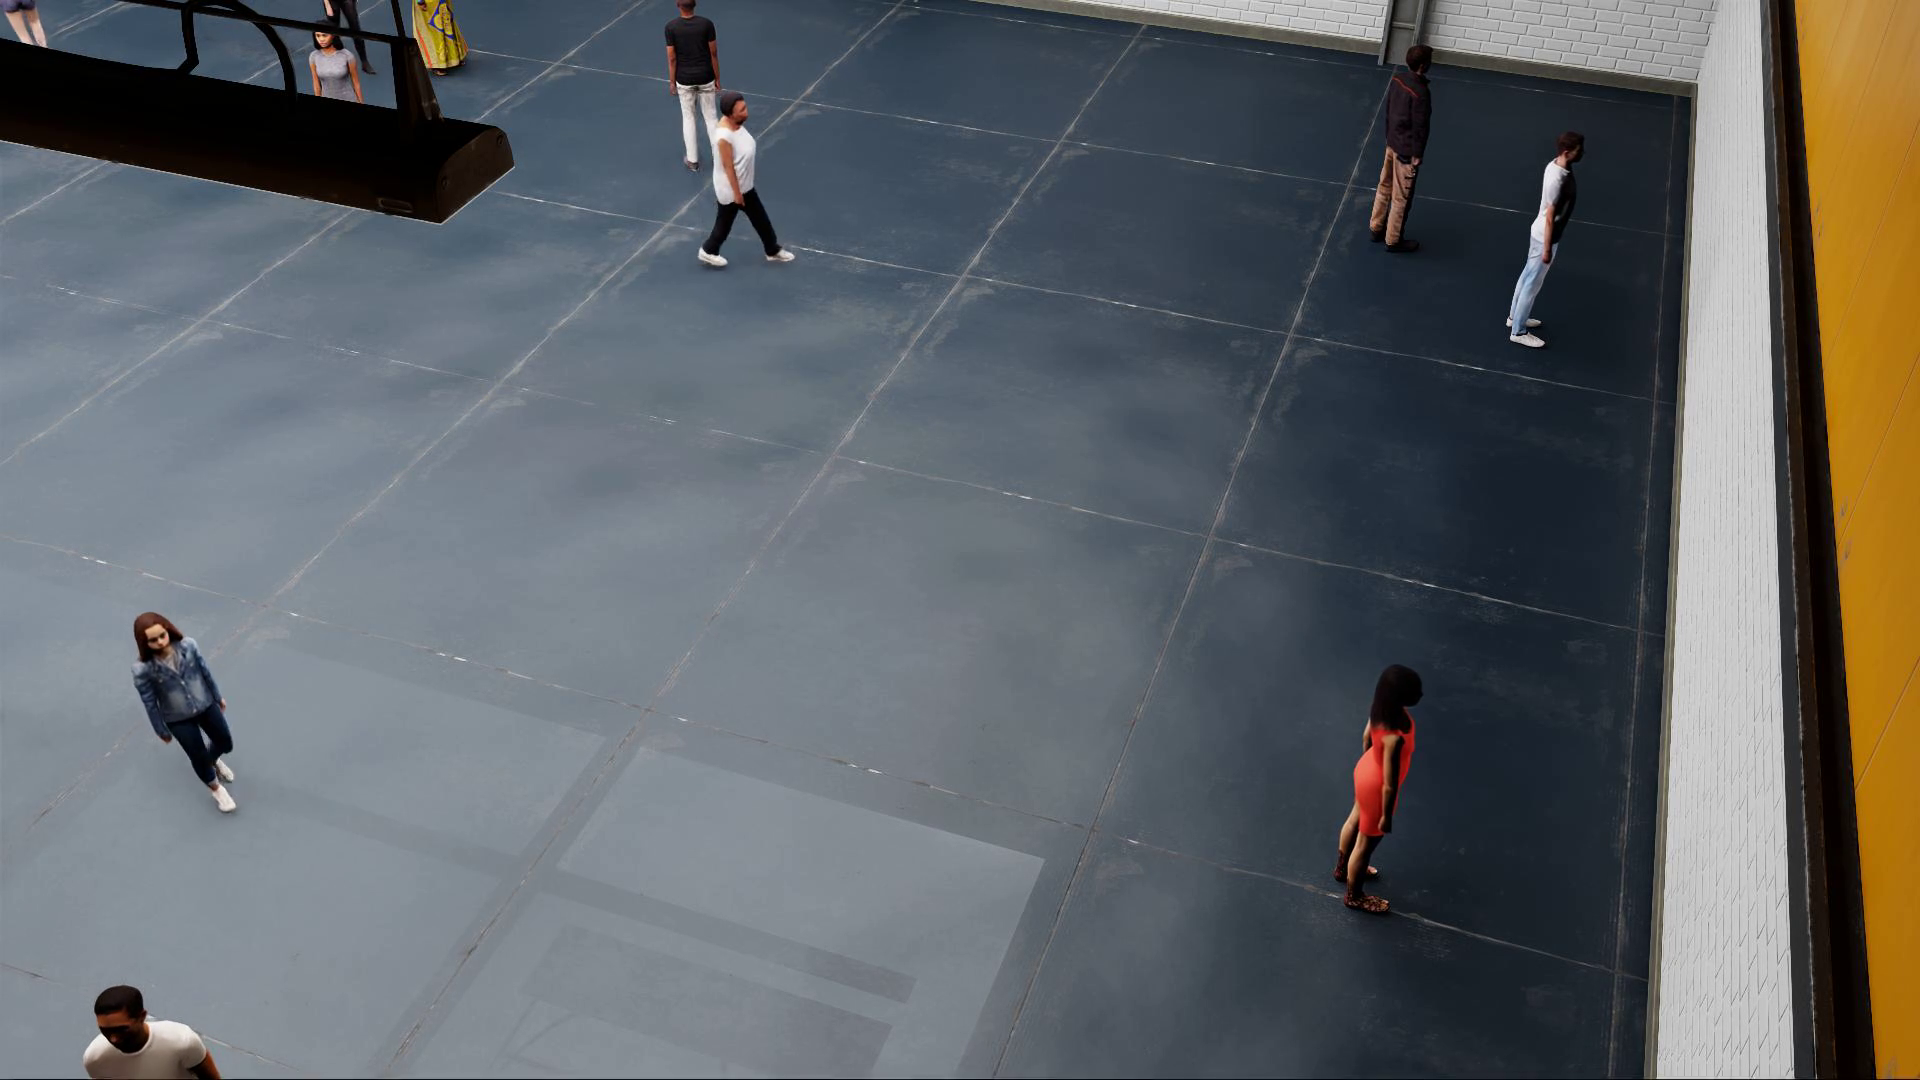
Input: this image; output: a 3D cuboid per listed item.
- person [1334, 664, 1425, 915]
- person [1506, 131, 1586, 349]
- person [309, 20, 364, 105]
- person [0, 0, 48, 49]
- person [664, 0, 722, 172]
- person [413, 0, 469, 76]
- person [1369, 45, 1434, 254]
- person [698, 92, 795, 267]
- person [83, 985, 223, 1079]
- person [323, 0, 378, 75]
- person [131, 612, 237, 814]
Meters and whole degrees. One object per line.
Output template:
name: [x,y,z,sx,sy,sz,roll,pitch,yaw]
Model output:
person: [2.279,1.342,9.077,0.627,1.718,0.645,0,39,1]
person: [4.854,-2.520,13.807,0.561,1.850,0.663,10,40,12]
person: [-5.857,-4.061,15.792,0.611,1.781,0.721,-6,39,-8]
person: [-10.332,-5.922,18.237,0.735,1.638,0.783,-29,47,-31]
person: [-2.607,-4.517,16.345,0.716,1.804,0.815,-9,40,-12]
person: [-5.813,-5.993,18.309,0.802,1.660,0.879,18,42,21]
person: [4.008,-3.542,15.027,0.834,1.925,0.790,-14,41,-16]
person: [-2.055,-3.167,14.778,1.148,1.649,0.800,5,39,7]
person: [-3.518,2.579,7.461,0.668,1.802,0.782,-8,39,-10]
person: [-6.891,-5.947,18.289,1.129,1.613,0.891,30,48,32]
person: [-4.548,0.970,9.743,0.716,1.468,0.677,28,46,31]
